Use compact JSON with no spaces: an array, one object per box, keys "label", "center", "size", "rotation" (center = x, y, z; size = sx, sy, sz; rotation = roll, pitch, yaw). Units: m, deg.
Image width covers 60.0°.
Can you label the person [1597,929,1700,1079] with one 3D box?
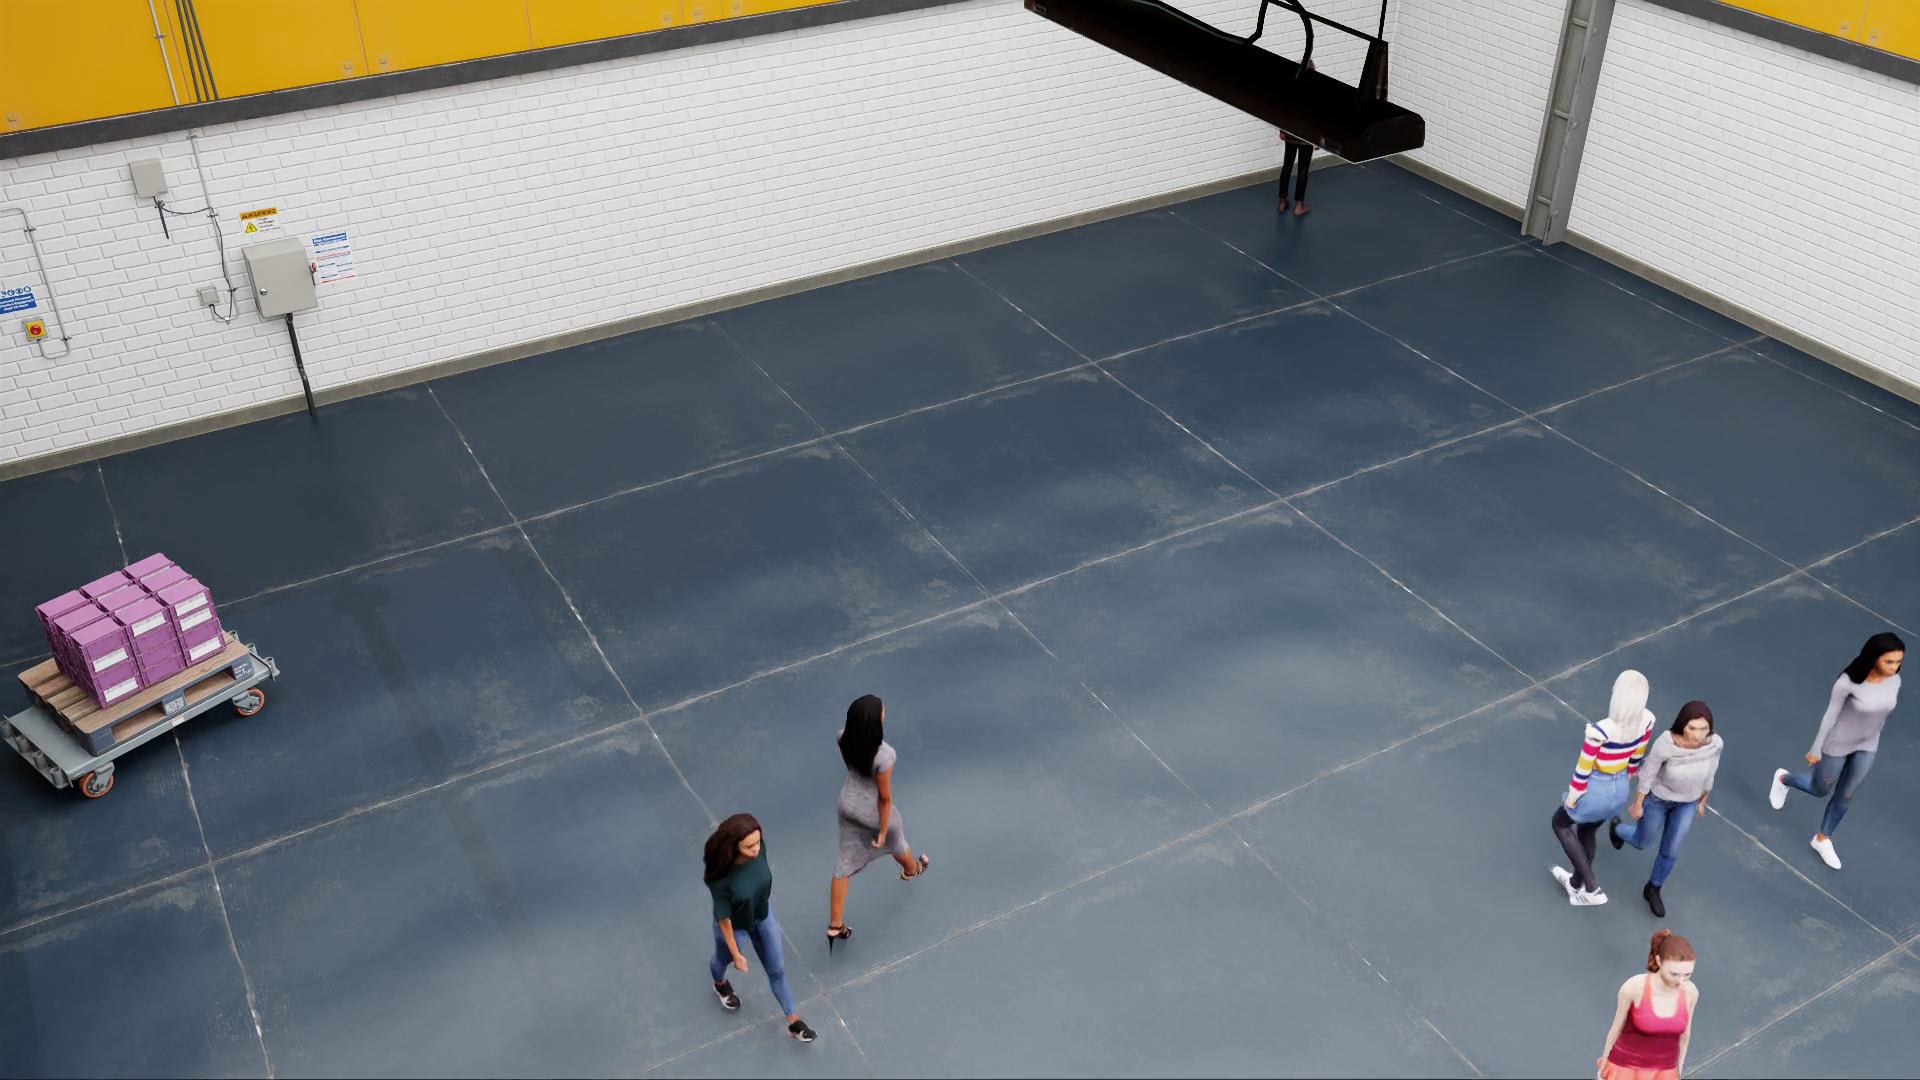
[{"label":"person","center":[3.474,2.662,8.516],"size":[0.748,1.745,0.827],"rotation":[1,34,2]}]

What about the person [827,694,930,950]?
[{"label":"person","center":[-0.625,1.713,9.960],"size":[1.159,1.726,0.985],"rotation":[21,39,28]}]

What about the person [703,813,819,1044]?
[{"label":"person","center":[-1.296,2.132,9.468],"size":[1.130,1.575,0.817],"rotation":[29,43,36]}]

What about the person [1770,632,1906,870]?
[{"label":"person","center":[5.610,1.255,10.661],"size":[0.834,1.714,1.025],"rotation":[-5,34,-8]}]

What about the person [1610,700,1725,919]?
[{"label":"person","center":[4.335,1.566,10.282],"size":[0.842,1.616,0.992],"rotation":[-3,34,-5]}]

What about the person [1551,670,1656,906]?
[{"label":"person","center":[3.935,1.572,10.108],"size":[0.719,1.798,0.778],"rotation":[-12,35,-17]}]

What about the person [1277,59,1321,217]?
[{"label":"person","center":[3.997,-4.753,19.591],"size":[0.660,1.835,0.833],"rotation":[22,40,30]}]
